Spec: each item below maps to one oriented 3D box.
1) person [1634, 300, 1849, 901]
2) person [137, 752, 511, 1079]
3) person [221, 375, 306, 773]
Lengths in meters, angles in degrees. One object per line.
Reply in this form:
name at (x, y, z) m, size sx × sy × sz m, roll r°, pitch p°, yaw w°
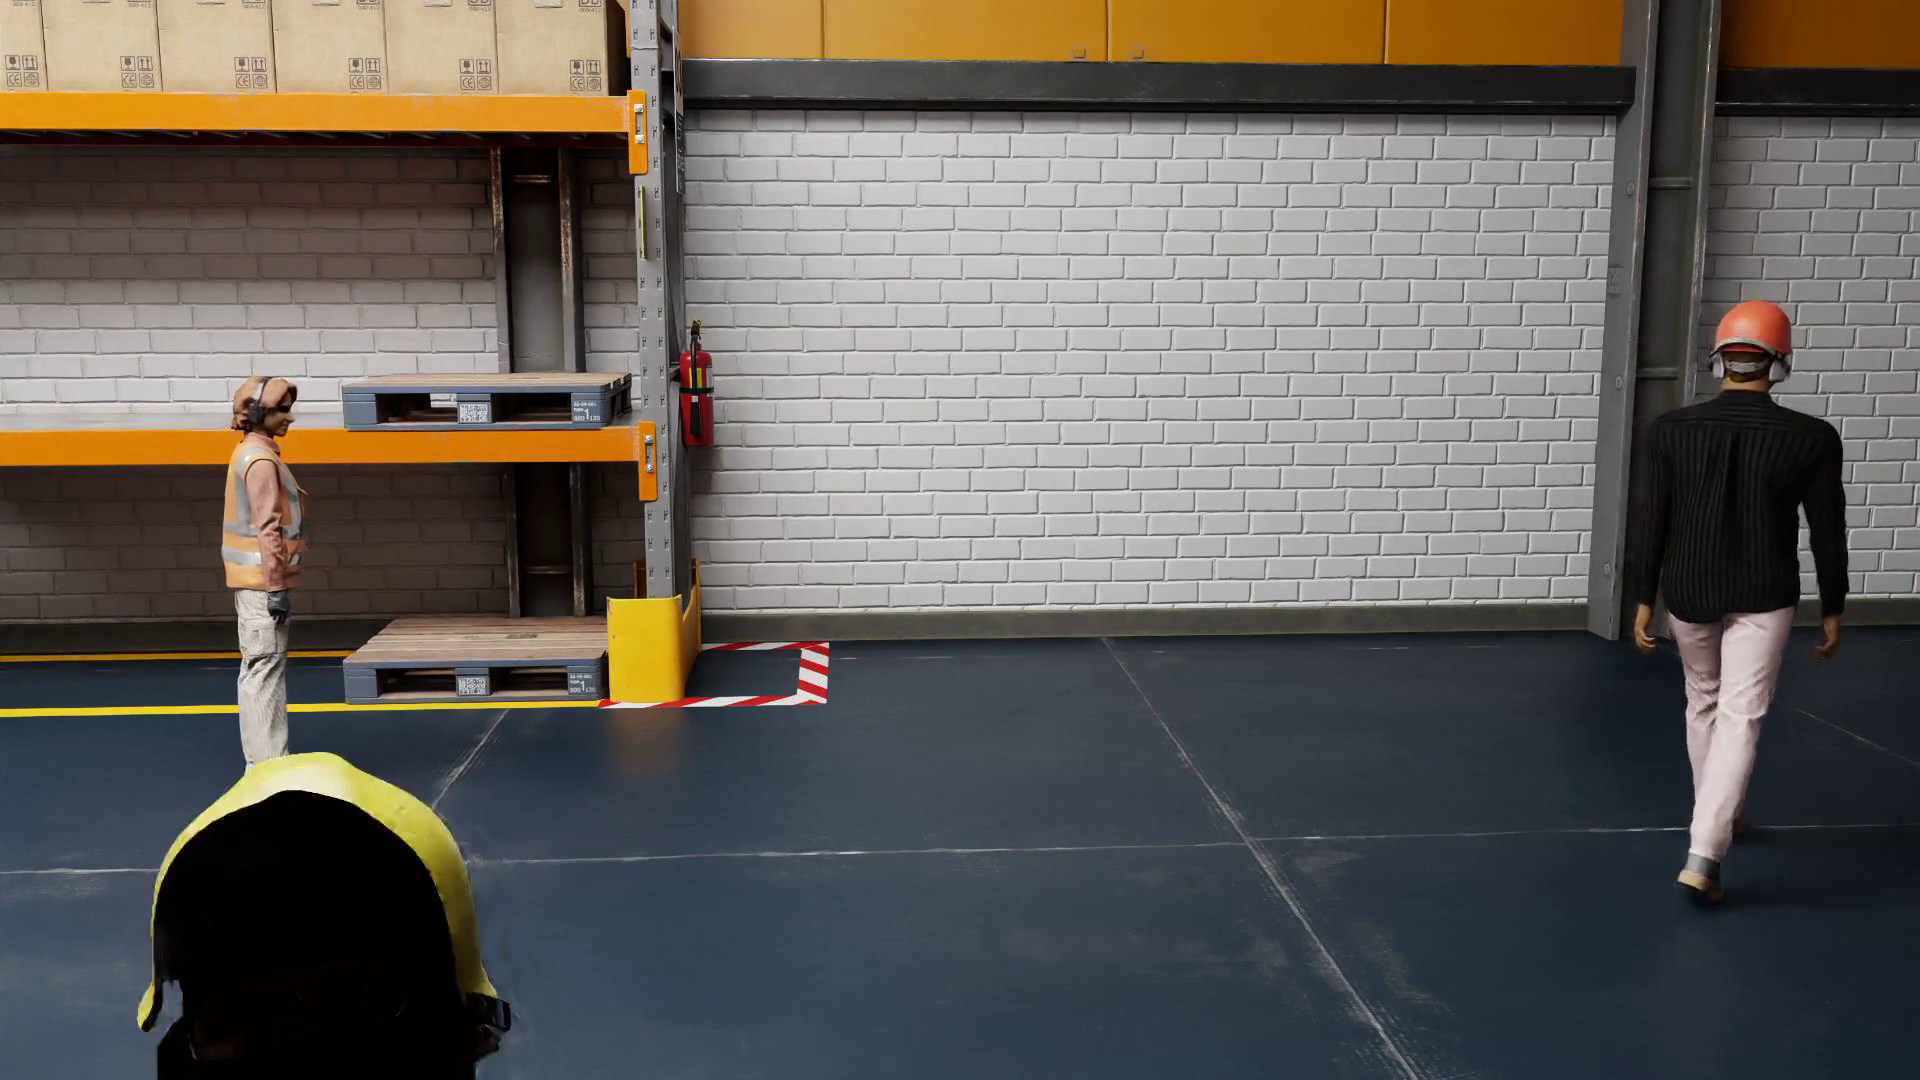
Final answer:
person at (2.580, 0.182, 5.529) m, size 0.639 × 1.948 × 1.031 m, roll 7°, pitch 11°, yaw 36°
person at (-0.397, 0.987, 1.166) m, size 0.548 × 1.711 × 0.923 m, roll -6°, pitch 11°, yaw -34°
person at (-2.705, 0.179, 6.499) m, size 0.315 × 1.637 × 0.514 m, roll -5°, pitch 10°, yaw -28°
